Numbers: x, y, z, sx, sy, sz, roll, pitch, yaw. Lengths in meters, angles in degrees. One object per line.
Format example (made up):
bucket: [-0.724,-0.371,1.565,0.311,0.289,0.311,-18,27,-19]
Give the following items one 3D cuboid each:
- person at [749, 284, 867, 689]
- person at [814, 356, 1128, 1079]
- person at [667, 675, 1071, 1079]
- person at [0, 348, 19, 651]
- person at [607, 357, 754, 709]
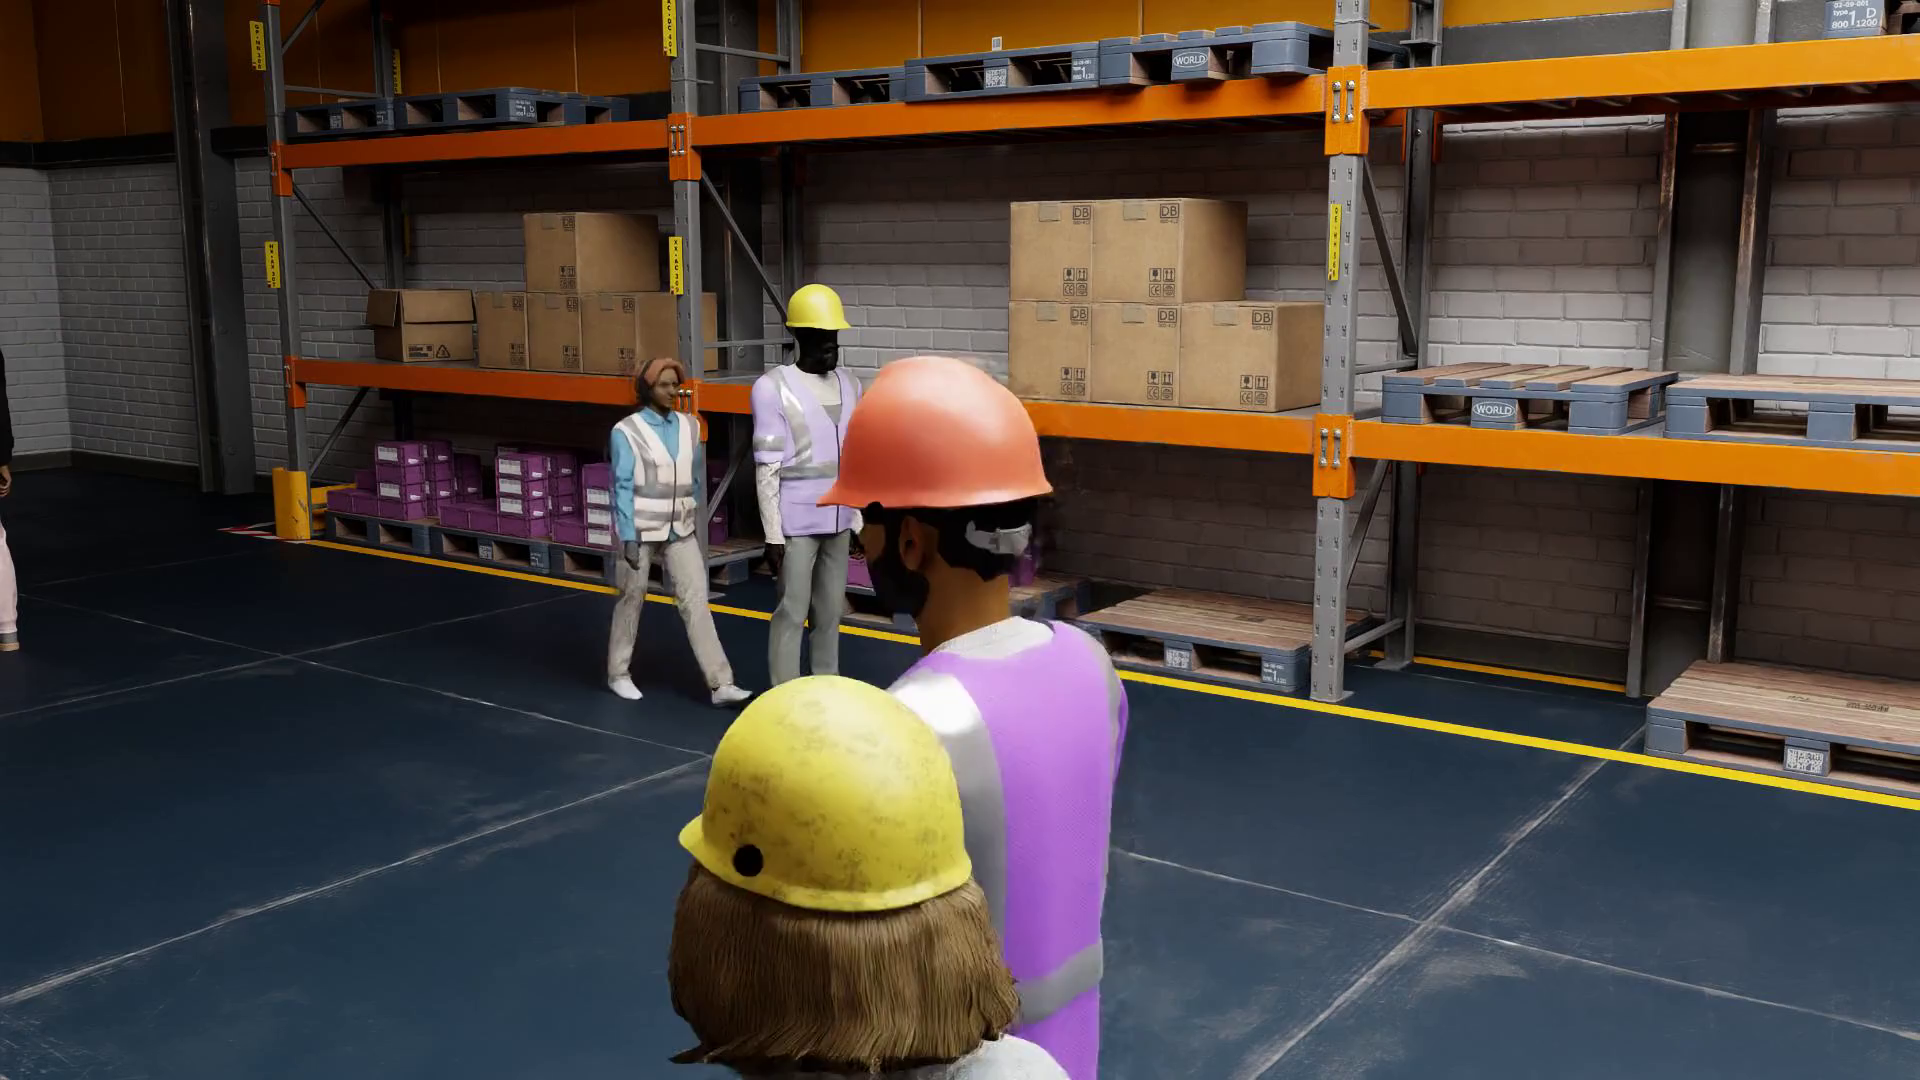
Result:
person: [-0.595,-0.082,6.863,0.363,1.928,0.587,8,12,38]
person: [0.069,0.729,2.088,0.802,1.913,0.554,7,12,35]
person: [-0.079,0.952,1.378,0.893,1.702,0.491,8,13,40]
person: [-5.137,-0.376,8.450,0.406,1.982,0.614,6,11,32]
person: [-1.329,-0.021,7.505,0.838,1.591,0.530,9,13,44]
